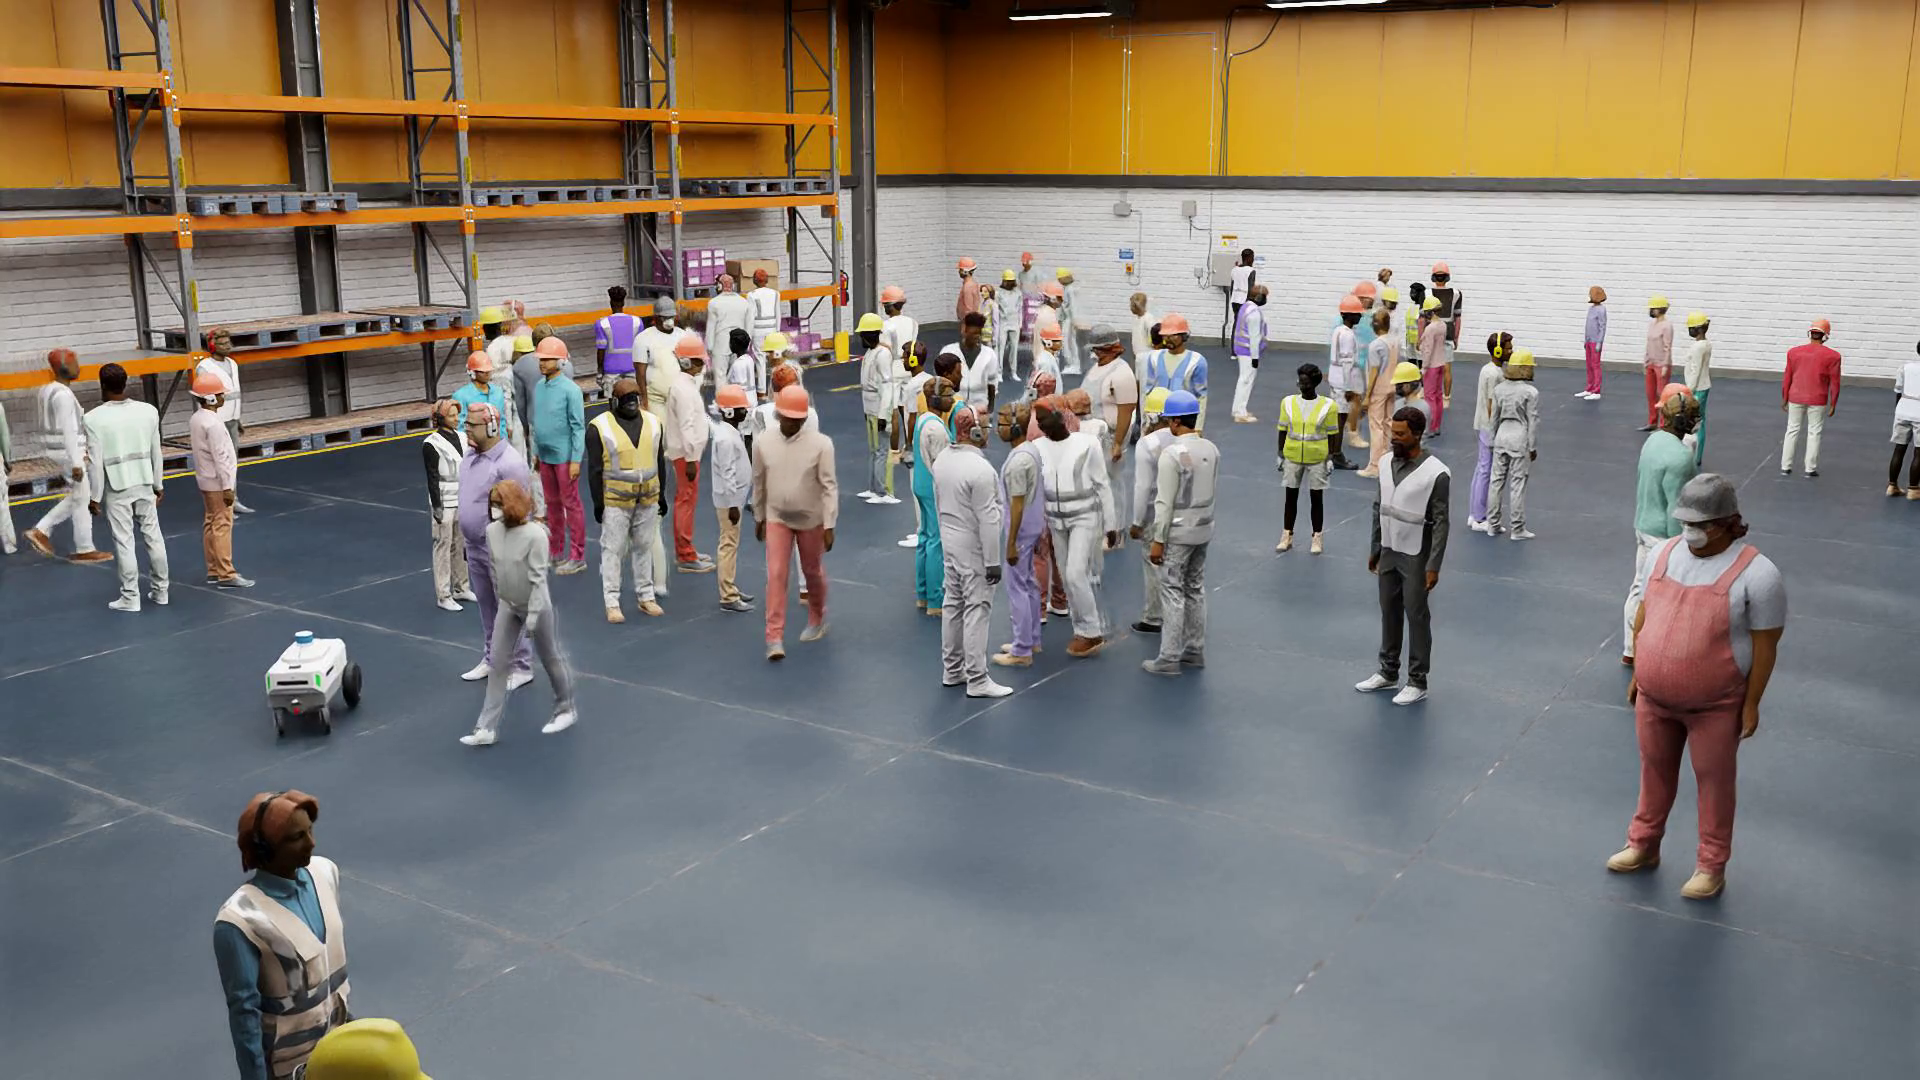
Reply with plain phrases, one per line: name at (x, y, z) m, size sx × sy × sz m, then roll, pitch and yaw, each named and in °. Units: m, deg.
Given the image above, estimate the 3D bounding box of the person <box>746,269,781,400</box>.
person at (-2.844, -2.977, 24.064) m, size 0.579 × 1.881 × 0.342 m, roll -11°, pitch 17°, yaw -41°

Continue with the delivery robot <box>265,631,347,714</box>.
delivery robot at (-4.058, 0.811, 10.337) m, size 0.477 × 0.478 × 0.707 m, roll -2°, pitch 13°, yaw -7°

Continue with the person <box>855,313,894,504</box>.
person at (-0.864, -1.329, 16.822) m, size 0.382 × 1.924 × 0.594 m, roll -4°, pitch 14°, yaw -17°

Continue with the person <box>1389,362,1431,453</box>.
person at (3.815, -0.645, 14.233) m, size 0.342 × 1.756 × 0.534 m, roll -3°, pitch 13°, yaw -14°

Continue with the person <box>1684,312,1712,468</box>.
person at (8.272, -1.687, 18.747) m, size 0.329 × 1.760 × 0.523 m, roll 9°, pitch 16°, yaw 35°

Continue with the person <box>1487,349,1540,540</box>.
person at (5.093, -0.878, 15.275) m, size 0.313 × 1.739 × 0.484 m, roll -10°, pitch 16°, yaw -36°

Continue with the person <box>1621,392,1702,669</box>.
person at (4.707, -0.026, 11.141) m, size 0.362 × 1.938 × 0.631 m, roll 1°, pitch 13°, yaw 4°

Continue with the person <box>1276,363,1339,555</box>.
person at (3.047, -0.714, 14.664) m, size 0.540 × 1.694 × 0.316 m, roll 6°, pitch 14°, yaw 23°

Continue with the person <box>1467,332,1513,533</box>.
person at (4.986, -1.017, 15.588) m, size 0.333 × 1.873 × 0.520 m, roll 3°, pitch 13°, yaw 11°

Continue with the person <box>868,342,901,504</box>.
person at (-0.785, -1.189, 16.850) m, size 0.282 × 1.636 × 0.497 m, roll -4°, pitch 14°, yaw -17°

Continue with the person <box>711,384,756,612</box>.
person at (-1.746, -0.330, 12.862) m, size 0.332 × 1.753 × 0.561 m, roll -1°, pitch 13°, yaw -5°

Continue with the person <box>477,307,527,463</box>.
person at (-4.980, -1.551, 17.860) m, size 0.786 × 1.889 × 0.607 m, roll 3°, pitch 13°, yaw 12°

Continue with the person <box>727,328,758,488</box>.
person at (-2.306, -1.394, 17.603) m, size 0.318 × 1.698 × 0.535 m, roll 0°, pitch 13°, yaw 1°

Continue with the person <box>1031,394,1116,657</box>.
person at (0.772, -0.104, 11.662) m, size 0.654 × 1.855 × 0.426 m, roll 9°, pitch 16°, yaw 34°

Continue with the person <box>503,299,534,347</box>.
person at (-4.945, -1.731, 18.607) m, size 0.406 × 1.911 × 0.637 m, roll -2°, pitch 13°, yaw -9°

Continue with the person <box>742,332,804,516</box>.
person at (-1.811, -1.115, 16.184) m, size 0.887 × 1.788 × 0.593 m, roll 0°, pitch 13°, yaw 1°

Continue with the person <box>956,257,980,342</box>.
person at (0.117, -3.234, 24.933) m, size 0.378 × 1.996 × 0.611 m, roll 2°, pitch 13°, yaw 10°

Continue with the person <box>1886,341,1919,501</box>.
person at (9.755, -1.238, 16.952) m, size 0.319 × 1.691 × 0.540 m, roll -6°, pitch 14°, yaw -25°

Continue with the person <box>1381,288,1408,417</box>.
person at (5.740, -2.474, 22.188) m, size 0.542 × 1.732 × 0.823 m, roll -7°, pitch 15°, yaw -27°

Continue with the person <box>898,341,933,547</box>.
person at (-0.376, -0.860, 14.945) m, size 0.328 × 1.862 × 0.503 m, roll 5°, pitch 14°, yaw 21°

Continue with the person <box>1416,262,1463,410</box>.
person at (6.605, -2.808, 23.001) m, size 0.605 × 2.035 × 0.392 m, roll -1°, pitch 13°, yaw -3°

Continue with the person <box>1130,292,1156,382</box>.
person at (2.359, -2.171, 20.755) m, size 0.371 × 1.800 × 0.750 m, roll -4°, pitch 14°, yaw -17°

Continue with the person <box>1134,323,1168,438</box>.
person at (1.963, -1.243, 16.617) m, size 0.521 × 1.857 × 0.347 m, roll 12°, pitch 17°, yaw 41°

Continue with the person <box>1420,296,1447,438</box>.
person at (5.873, -2.152, 20.764) m, size 0.328 × 1.760 × 0.524 m, roll 10°, pitch 16°, yaw 36°

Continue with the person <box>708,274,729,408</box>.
person at (-3.273, -2.744, 23.084) m, size 0.513 × 1.872 × 0.328 m, roll 7°, pitch 15°, yaw 28°

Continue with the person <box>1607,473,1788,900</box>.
person at (3.446, 0.679, 7.861) m, size 0.536 × 2.000 × 0.688 m, roll -9°, pitch 16°, yaw -35°

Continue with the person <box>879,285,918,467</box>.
person at (-0.740, -1.854, 18.837) m, size 0.366 × 2.047 × 0.608 m, roll 10°, pitch 16°, yaw 36°

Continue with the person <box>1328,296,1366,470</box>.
person at (4.333, -1.767, 18.695) m, size 0.373 × 1.939 × 0.545 m, roll 1°, pitch 13°, yaw 2°

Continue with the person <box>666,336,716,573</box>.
person at (-2.278, -0.726, 14.070) m, size 0.399 × 1.987 × 0.612 m, roll -3°, pitch 13°, yaw -11°

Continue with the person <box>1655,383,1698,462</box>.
person at (5.539, -0.357, 12.988) m, size 0.331 × 1.749 × 0.561 m, roll 3°, pitch 13°, yaw 12°

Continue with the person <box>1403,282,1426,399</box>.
person at (6.622, -2.885, 24.102) m, size 0.321 × 1.689 × 0.537 m, roll -5°, pitch 14°, yaw -21°

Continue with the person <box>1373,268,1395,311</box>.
person at (7.064, -3.733, 27.897) m, size 0.515 × 1.633 × 0.313 m, roll -6°, pitch 14°, yaw -24°

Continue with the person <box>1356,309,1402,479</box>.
person at (4.575, -1.587, 18.135) m, size 0.505 × 1.839 × 0.344 m, roll -11°, pitch 17°, yaw -40°

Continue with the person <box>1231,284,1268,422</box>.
person at (3.837, -2.465, 21.998) m, size 0.432 × 1.824 × 0.656 m, roll 0°, pitch 13°, yaw 0°

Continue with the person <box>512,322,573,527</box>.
person at (-3.889, -1.082, 15.728) m, size 0.627 × 1.938 × 0.370 m, roll 4°, pitch 14°, yaw 16°

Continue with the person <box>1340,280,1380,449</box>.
person at (4.823, -2.094, 19.912) m, size 0.649 × 2.029 × 0.429 m, roll -8°, pitch 15°, yaw -30°

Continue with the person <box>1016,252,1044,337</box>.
person at (1.238, -4.442, 30.744) m, size 0.787 × 1.724 × 0.600 m, roll -12°, pitch 18°, yaw -43°

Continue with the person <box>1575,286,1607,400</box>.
person at (9.163, -2.851, 24.062) m, size 0.264 × 1.632 × 0.508 m, roll 0°, pitch 13°, yaw -1°

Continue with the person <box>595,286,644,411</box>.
person at (-4.046, -2.040, 19.824) m, size 0.610 × 1.962 × 0.363 m, roll -8°, pitch 15°, yaw -30°
